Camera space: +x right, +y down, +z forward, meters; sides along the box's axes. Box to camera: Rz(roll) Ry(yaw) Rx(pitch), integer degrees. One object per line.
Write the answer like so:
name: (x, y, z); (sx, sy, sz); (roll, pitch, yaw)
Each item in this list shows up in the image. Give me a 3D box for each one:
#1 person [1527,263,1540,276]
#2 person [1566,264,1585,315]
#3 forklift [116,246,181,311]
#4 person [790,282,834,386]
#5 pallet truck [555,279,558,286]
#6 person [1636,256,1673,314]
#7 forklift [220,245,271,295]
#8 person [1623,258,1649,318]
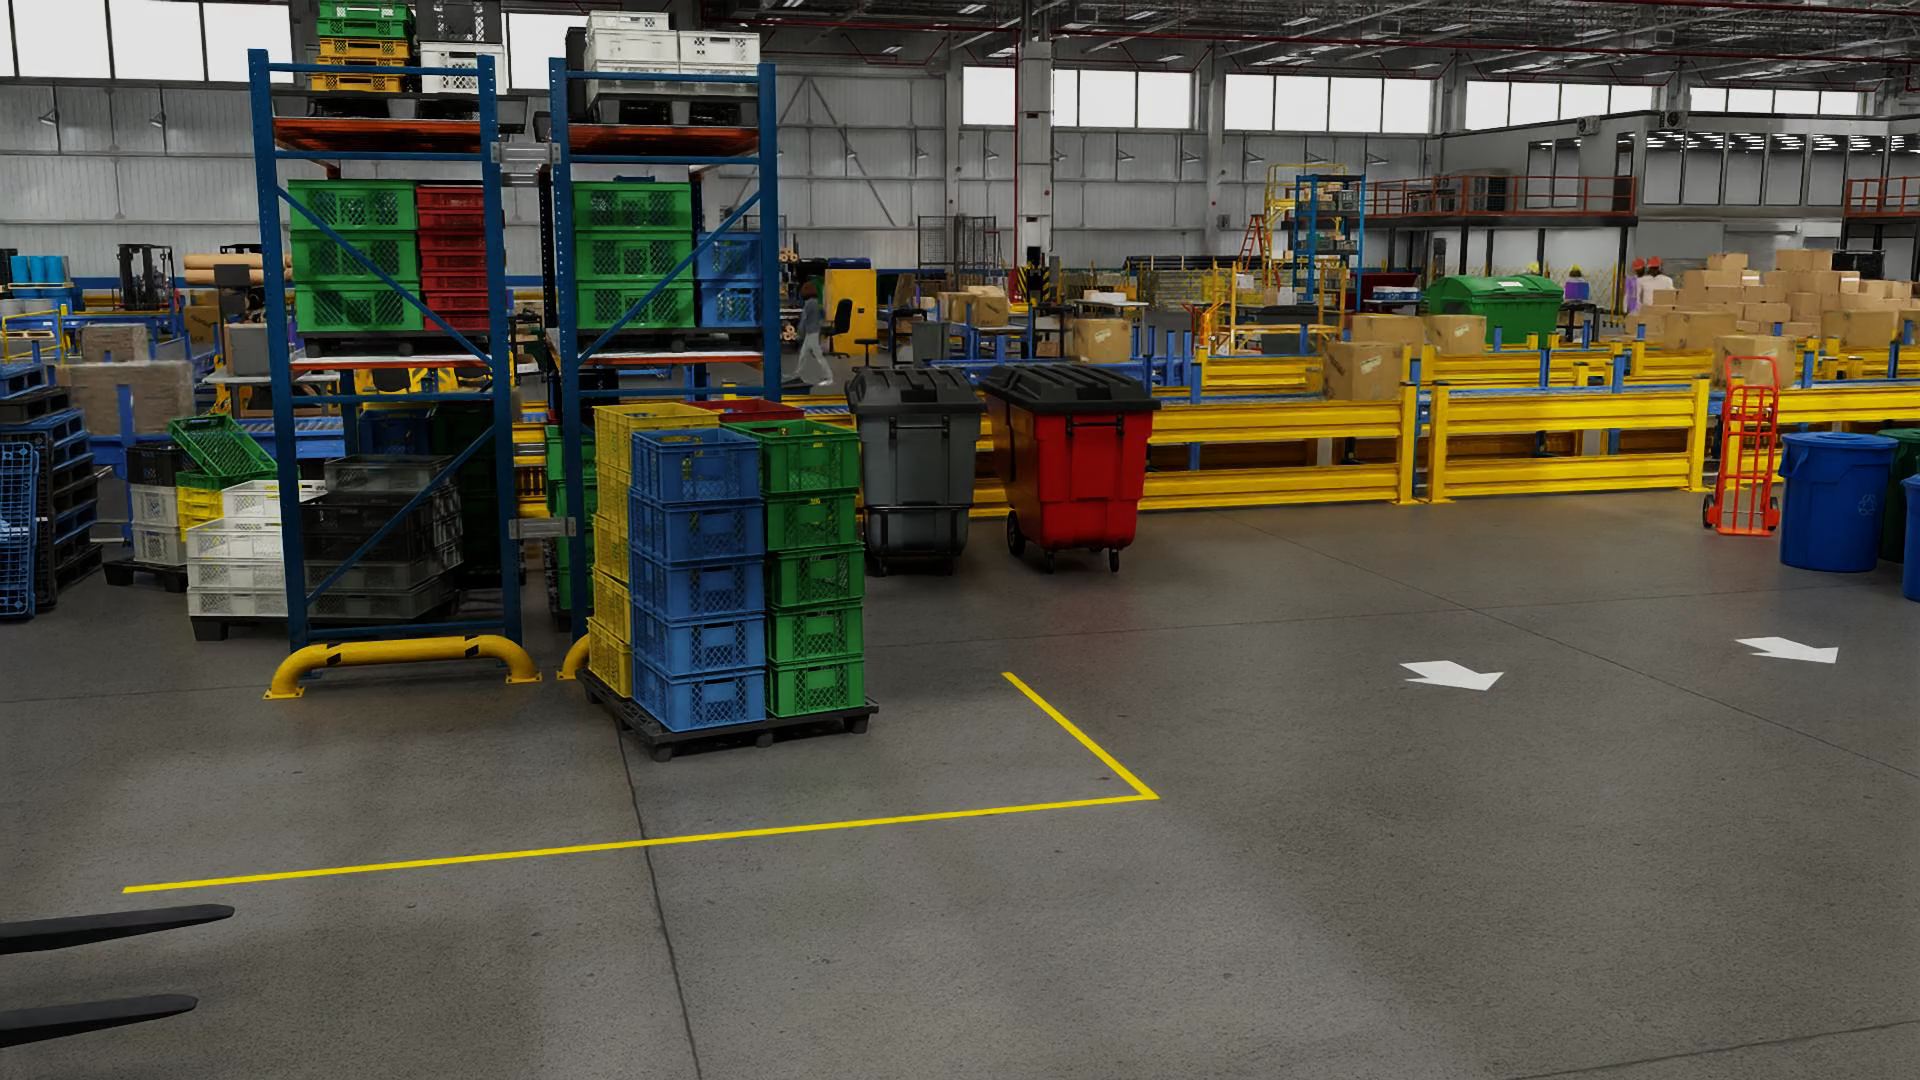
person: (11.913, -4.957, 35.138); (0.622, 1.794, 0.713); (-2, 10, -12)
person: (14.147, -5.457, 38.142); (0.496, 1.719, 0.788); (-2, 10, -14)
forklift: (-19.966, -6.232, 40.894); (1.157, 1.987, 2.680); (-3, 10, -15)
person: (-2.320, -3.148, 25.442); (0.859, 1.586, 0.501); (1, 10, 7)
pallet truck: (-10.604, -6.375, 44.520); (0.653, 1.274, 1.630); (-3, 10, -15)
person: (12.422, -4.093, 29.769); (0.611, 1.959, 0.994); (4, 11, 24)
forklift: (-17.749, -6.334, 41.440); (1.157, 1.987, 2.680); (-3, 10, -17)
person: (12.994, -4.439, 31.850); (0.571, 1.908, 0.584); (1, 10, 5)
